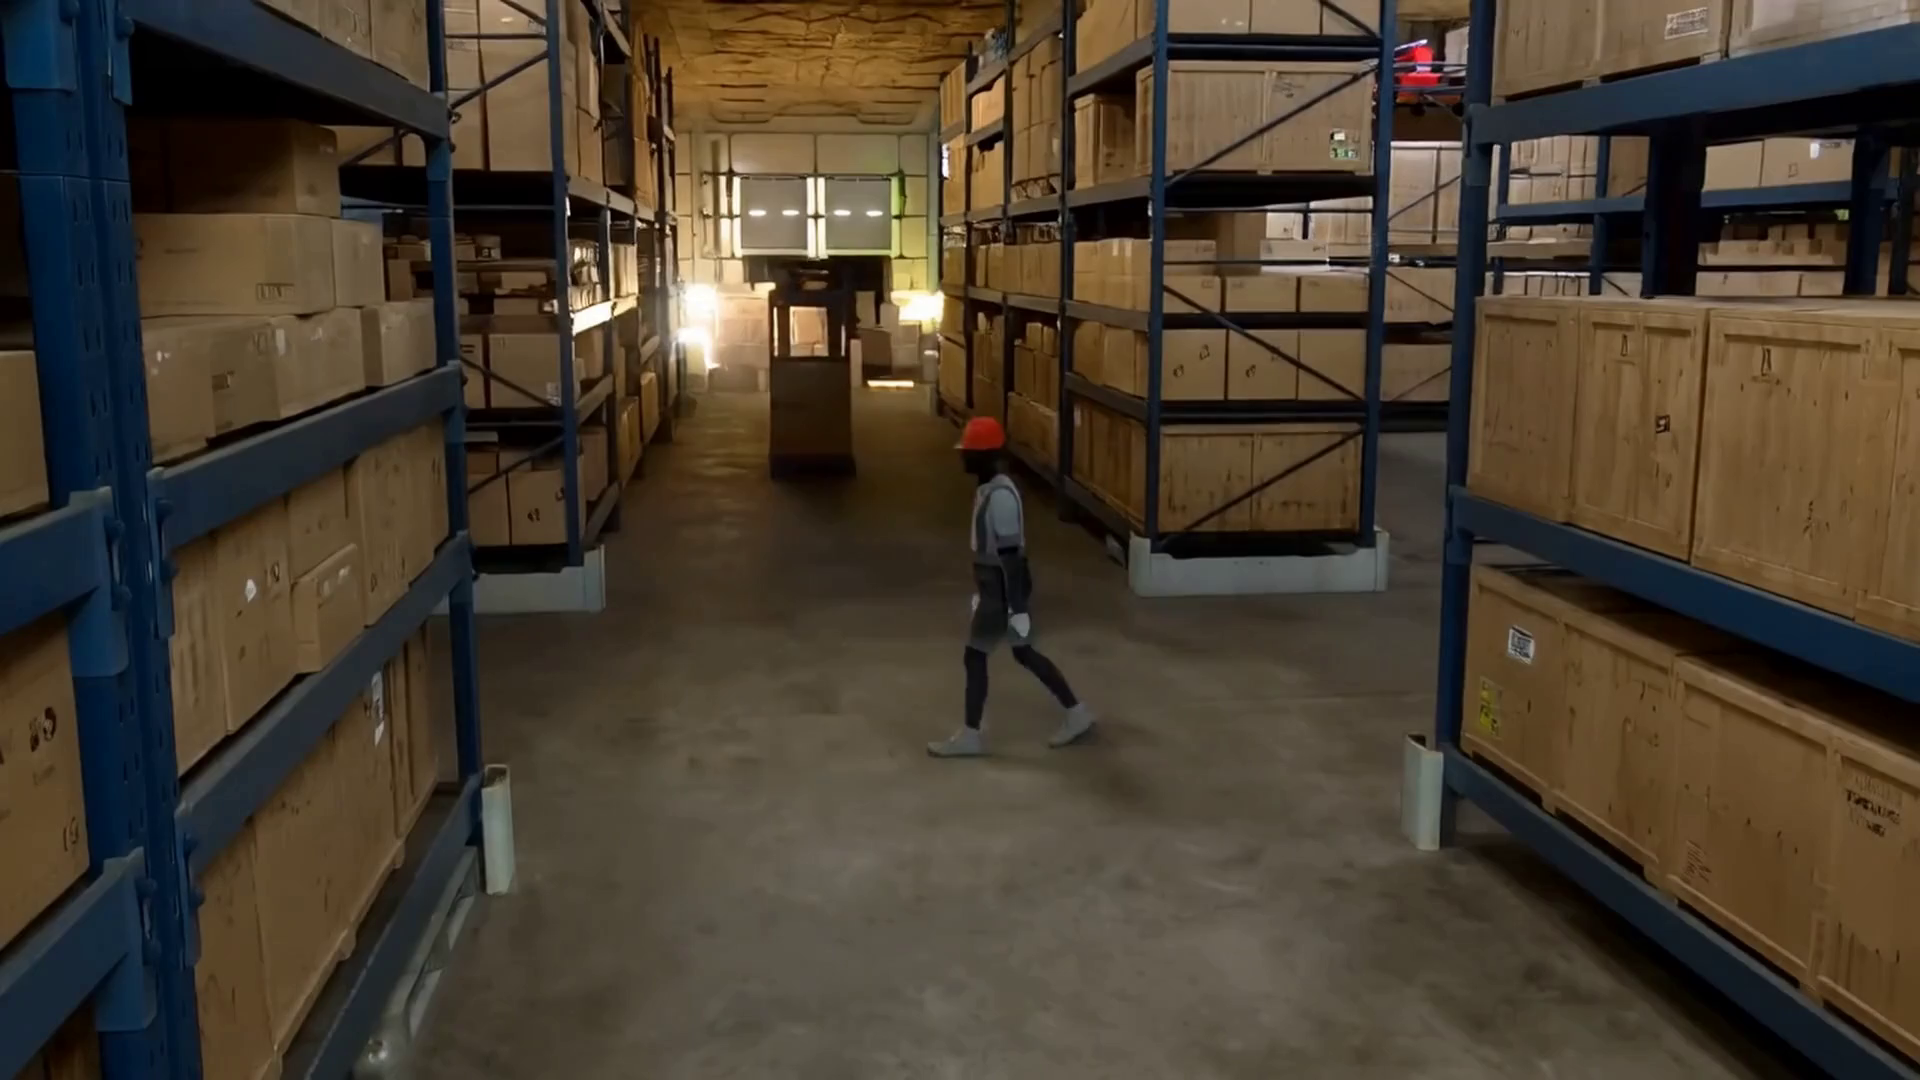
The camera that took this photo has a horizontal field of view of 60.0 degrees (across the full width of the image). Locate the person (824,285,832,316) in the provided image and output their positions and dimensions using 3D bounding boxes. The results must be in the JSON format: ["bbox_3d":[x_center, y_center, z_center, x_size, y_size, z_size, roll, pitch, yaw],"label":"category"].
[{"bbox_3d":[-4.279,-7.225,53.468,0.830,1.910,0.549,2,10,13],"label":"person"}]

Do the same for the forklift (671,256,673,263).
[{"bbox_3d":[-10.887,-8.929,60.548,1.129,2.768,1.873,-1,10,-7],"label":"forklift"}]

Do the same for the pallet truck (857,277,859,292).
[{"bbox_3d":[-3.782,-9.391,65.808,1.885,1.965,0.823,2,10,10],"label":"pallet truck"}]

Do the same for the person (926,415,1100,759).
[{"bbox_3d":[0.338,0.274,9.555,0.990,2.007,0.614,0,10,0],"label":"person"}]

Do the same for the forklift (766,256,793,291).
[{"bbox_3d":[-6.555,-8.937,60.594,1.129,2.768,1.873,-6,12,-33],"label":"forklift"}]

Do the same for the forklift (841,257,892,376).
[{"bbox_3d":[-2.600,-5.307,39.463,1.873,2.768,1.129,-1,10,-8],"label":"forklift"}]

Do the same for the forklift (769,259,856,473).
[{"bbox_3d":[-2.044,-2.403,22.556,1.129,2.768,1.873,-1,10,-7],"label":"forklift"}]

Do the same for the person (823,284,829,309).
[{"bbox_3d":[-4.292,-7.385,54.351,0.482,1.925,0.641,4,10,20],"label":"person"}]
